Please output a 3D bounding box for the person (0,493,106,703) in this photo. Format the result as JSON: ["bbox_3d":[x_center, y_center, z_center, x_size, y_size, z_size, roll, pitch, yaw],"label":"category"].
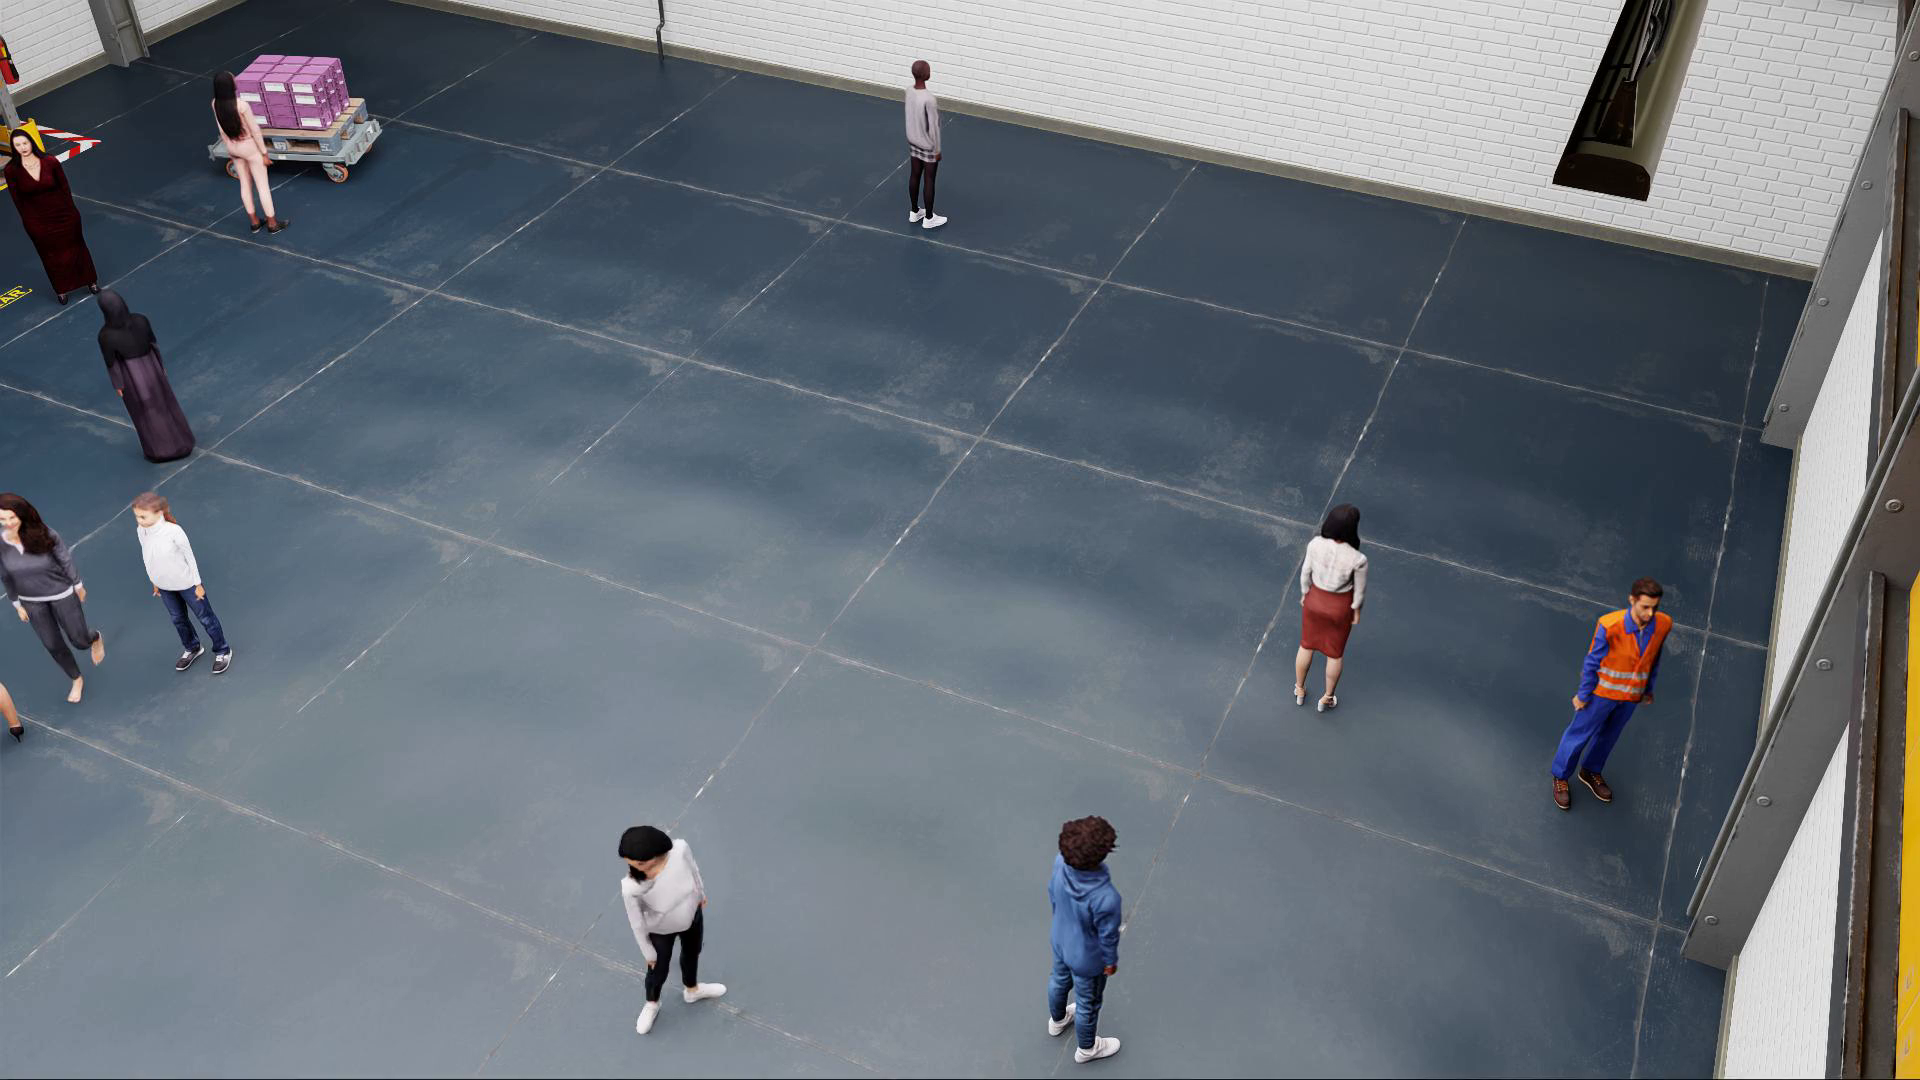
[{"bbox_3d":[-6.325,0.329,11.544,0.815,1.751,0.885,-8,39,-10],"label":"person"}]

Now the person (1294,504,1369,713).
[{"bbox_3d":[2.522,0.471,11.366,0.605,1.751,0.525,20,43,23],"label":"person"}]

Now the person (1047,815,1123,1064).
[{"bbox_3d":[0.671,2.195,9.160,0.758,1.811,0.758,-23,44,-26],"label":"person"}]

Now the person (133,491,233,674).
[{"bbox_3d":[-5.523,0.279,11.763,0.592,1.556,0.592,4,39,6],"label":"person"}]

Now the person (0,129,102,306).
[{"bbox_3d":[-8.661,-3.087,15.816,0.714,1.758,0.820,-23,44,-26],"label":"person"}]

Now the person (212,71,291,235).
[{"bbox_3d":[-7.263,-3.935,16.908,0.632,1.720,0.553,13,40,16],"label":"person"}]

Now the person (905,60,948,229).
[{"bbox_3d":[-0.385,-4.060,17.023,0.667,1.772,0.687,-30,47,-32],"label":"person"}]

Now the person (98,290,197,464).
[{"bbox_3d":[-6.792,-1.368,13.778,0.753,1.615,0.644,31,48,33],"label":"person"}]

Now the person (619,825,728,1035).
[{"bbox_3d":[-1.603,2.104,9.385,0.835,1.672,0.625,17,42,20],"label":"person"}]

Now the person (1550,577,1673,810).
[{"bbox_3d":[4.192,0.961,10.663,0.794,1.863,0.814,-6,39,-8],"label":"person"}]
